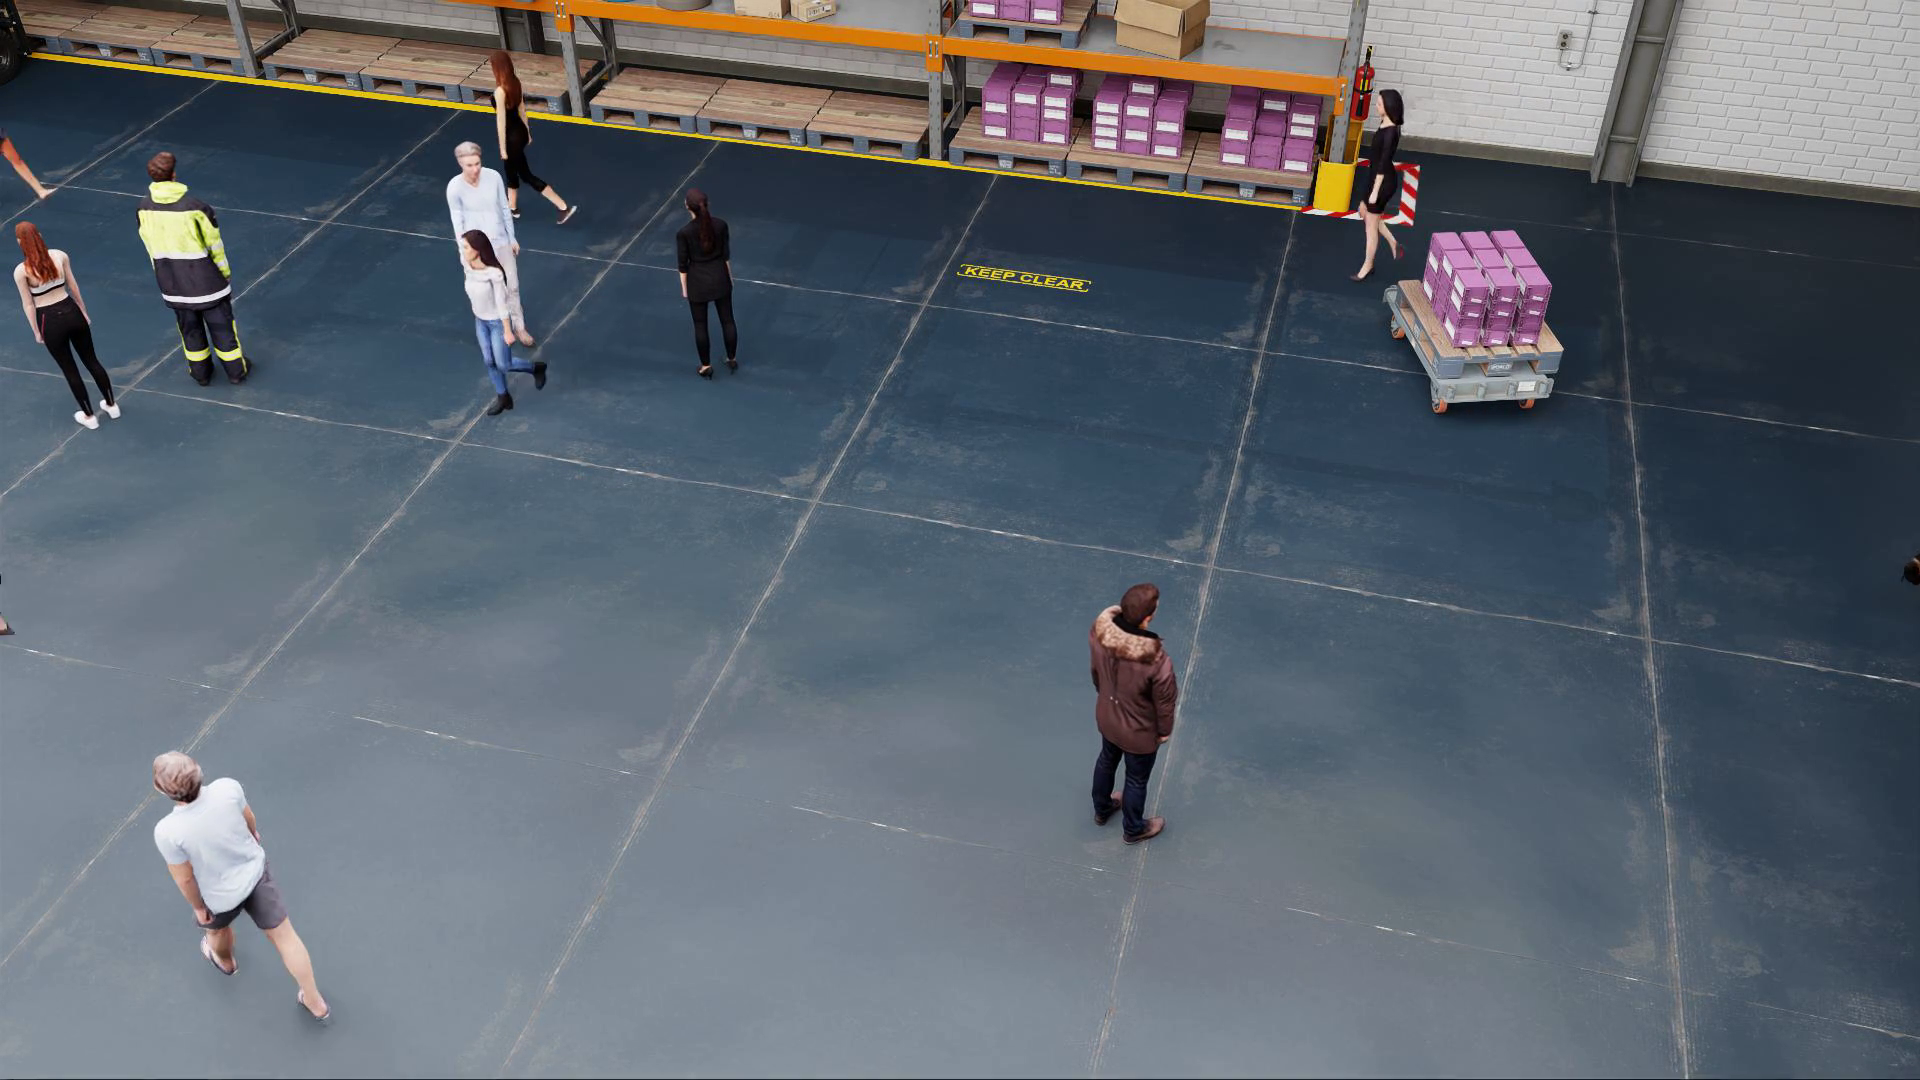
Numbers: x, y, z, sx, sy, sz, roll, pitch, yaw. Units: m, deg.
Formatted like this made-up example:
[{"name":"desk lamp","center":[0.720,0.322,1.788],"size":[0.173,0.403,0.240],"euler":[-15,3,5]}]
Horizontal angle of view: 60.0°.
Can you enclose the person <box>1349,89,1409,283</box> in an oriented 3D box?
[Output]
[{"name":"person","center":[3.781,-3.078,14.618],"size":[0.730,1.792,0.620],"euler":[7,39,9]}]

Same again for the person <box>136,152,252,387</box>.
[{"name":"person","center":[-6.162,-2.151,13.305],"size":[0.722,1.981,0.903],"euler":[-3,39,-4]}]

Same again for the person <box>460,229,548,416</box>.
[{"name":"person","center":[-3.593,-1.718,13.056],"size":[0.866,1.614,0.873],"euler":[29,47,31]}]

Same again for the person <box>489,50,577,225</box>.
[{"name":"person","center":[-4.053,-3.697,15.473],"size":[1.141,1.692,0.638],"euler":[6,39,8]}]

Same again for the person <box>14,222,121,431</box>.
[{"name":"person","center":[-6.949,-1.668,12.893],"size":[0.624,1.741,0.644],"euler":[25,45,28]}]

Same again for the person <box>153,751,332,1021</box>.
[{"name":"person","center":[-3.655,1.809,8.503],"size":[1.266,1.785,1.026],"euler":[30,47,32]}]

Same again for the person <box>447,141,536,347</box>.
[{"name":"person","center":[-3.906,-2.426,13.724],"size":[0.753,1.888,0.793],"euler":[-24,45,-27]}]

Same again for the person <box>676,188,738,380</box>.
[{"name":"person","center":[-2.033,-2.061,13.452],"size":[0.662,1.658,0.737],"euler":[-16,41,-19]}]

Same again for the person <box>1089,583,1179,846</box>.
[{"name":"person","center":[0.966,0.988,9.481],"size":[0.929,1.848,0.825],"euler":[-28,46,-31]}]
